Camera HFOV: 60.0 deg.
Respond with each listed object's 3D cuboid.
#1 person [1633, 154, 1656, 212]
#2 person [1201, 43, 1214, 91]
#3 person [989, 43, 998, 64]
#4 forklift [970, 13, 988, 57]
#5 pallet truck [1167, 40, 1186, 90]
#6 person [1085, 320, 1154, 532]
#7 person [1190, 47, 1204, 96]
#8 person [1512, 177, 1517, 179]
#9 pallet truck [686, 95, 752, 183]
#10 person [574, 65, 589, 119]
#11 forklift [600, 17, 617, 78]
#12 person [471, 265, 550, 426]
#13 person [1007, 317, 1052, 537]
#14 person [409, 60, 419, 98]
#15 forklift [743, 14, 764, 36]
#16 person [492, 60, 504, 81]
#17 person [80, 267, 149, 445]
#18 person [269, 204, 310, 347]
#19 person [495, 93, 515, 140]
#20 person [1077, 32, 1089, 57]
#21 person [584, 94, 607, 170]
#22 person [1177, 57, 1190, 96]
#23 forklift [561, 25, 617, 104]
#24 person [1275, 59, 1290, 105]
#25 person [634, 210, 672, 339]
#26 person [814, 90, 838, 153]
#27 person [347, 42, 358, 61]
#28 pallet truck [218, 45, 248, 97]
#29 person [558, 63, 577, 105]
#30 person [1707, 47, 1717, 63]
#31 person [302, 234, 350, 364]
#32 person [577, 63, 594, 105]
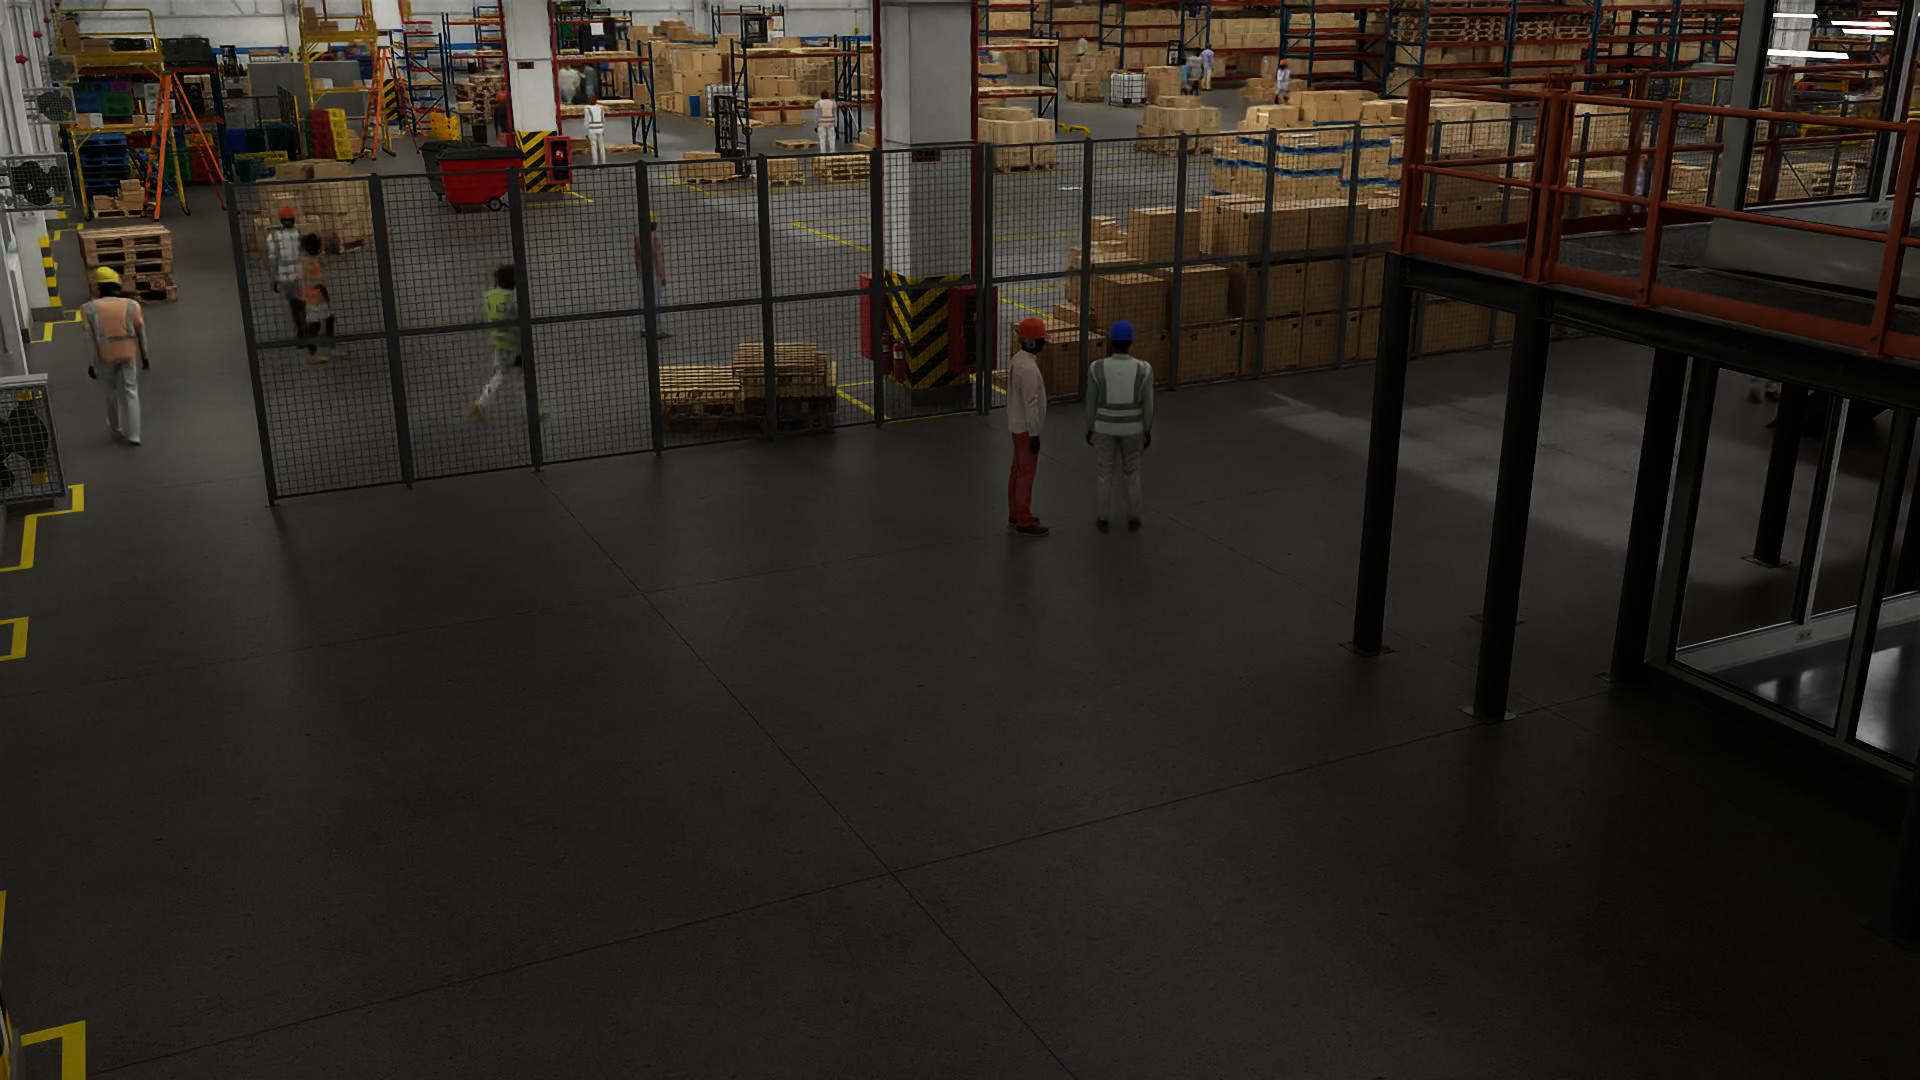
[{"bbox_3d":[11.595,-5.602,28.204,0.610,2.029,0.517,-16,25,-39],"label":"person"},{"bbox_3d":[10.227,-19.532,68.720,0.373,1.935,0.628,-17,25,-41],"label":"person"},{"bbox_3d":[1.427,-19.763,69.441,0.597,1.897,0.605,11,22,29],"label":"person"},{"bbox_3d":[0.510,-23.960,80.124,1.129,2.768,1.873,-9,21,-25],"label":"forklift"},{"bbox_3d":[9.045,-19.971,69.895,0.823,1.965,1.885,-3,19,-8],"label":"pallet truck"},{"bbox_3d":[1.440,-1.022,15.044,0.616,1.942,0.408,1,19,4],"label":"person"},{"bbox_3d":[9.301,-18.449,65.576,0.610,1.942,0.841,-9,21,-24],"label":"person"},{"bbox_3d":[8.475,-4.676,25.751,0.526,1.871,0.324,-6,20,-16],"label":"person"},{"bbox_3d":[-5.836,-9.608,39.856,0.823,1.965,1.885,10,22,27],"label":"pallet truck"},{"bbox_3d":[-12.669,-15.071,56.006,1.045,1.777,0.536,9,21,25],"label":"person"},{"bbox_3d":[-15.367,-21.487,72.956,1.873,2.768,1.129,-9,21,-25],"label":"forklift"},{"bbox_3d":[-5.075,-2.160,18.550,0.629,1.814,0.830,14,24,36],"label":"person"},{"bbox_3d":[0.618,-1.026,14.979,0.389,1.992,0.625,-4,19,-10],"label":"person"},{"bbox_3d":[-20.231,-16.886,61.494,0.523,1.639,0.309,-6,20,-17],"label":"person"},{"bbox_3d":[-9.687,-23.327,78.290,1.129,2.768,1.873,-9,21,-25],"label":"forklift"},{"bbox_3d":[-16.809,-16.597,60.521,0.496,1.723,0.624,-18,26,-41],"label":"person"},{"bbox_3d":[-9.126,-2.011,17.989,0.617,1.882,0.959,-12,22,-31],"label":"person"},{"bbox_3d":[-9.036,-3.603,22.615,0.567,1.886,1.016,-4,19,-12],"label":"person"},{"bbox_3d":[-11.381,-10.310,42.000,0.668,1.938,1.038,6,20,17],"label":"person"},{"bbox_3d":[5.961,-23.453,80.075,1.008,1.940,0.623,-9,21,-24],"label":"person"},{"bbox_3d":[-9.236,-10.322,42.108,0.577,1.881,0.355,-18,26,-41],"label":"person"},{"bbox_3d":[8.374,-17.326,62.705,0.540,1.687,0.361,-7,20,-19],"label":"person"},{"bbox_3d":[-14.056,-17.891,62.534,1.873,2.768,1.129,-9,21,-25],"label":"forklift"},{"bbox_3d":[11.299,-15.852,58.123,0.892,1.897,0.544,-18,26,-41],"label":"person"},{"bbox_3d":[-4.257,-3.670,22.994,0.533,1.765,0.330,14,24,35],"label":"person"},{"bbox_3d":[-3.549,-10.945,43.971,0.631,1.839,0.428,-7,20,-18],"label":"person"},{"bbox_3d":[-26.493,-20.827,72.568,1.027,1.877,0.559,-13,23,-34],"label":"person"},{"bbox_3d":[-28.879,-18.665,66.111,0.823,1.965,1.885,-3,19,-9],"label":"pallet truck"},{"bbox_3d":[-13.430,-15.455,56.993,0.632,1.892,1.034,-14,23,-35],"label":"person"},{"bbox_3d":[32.558,-20.571,72.200,0.518,1.617,0.519,-13,23,-34],"label":"person"},{"bbox_3d":[-8.212,-3.125,21.531,0.654,1.673,0.557,-10,22,-27],"label":"person"},{"bbox_3d":[-13.026,-15.828,58.010,0.675,1.915,0.510,-16,25,-38],"label":"person"}]
